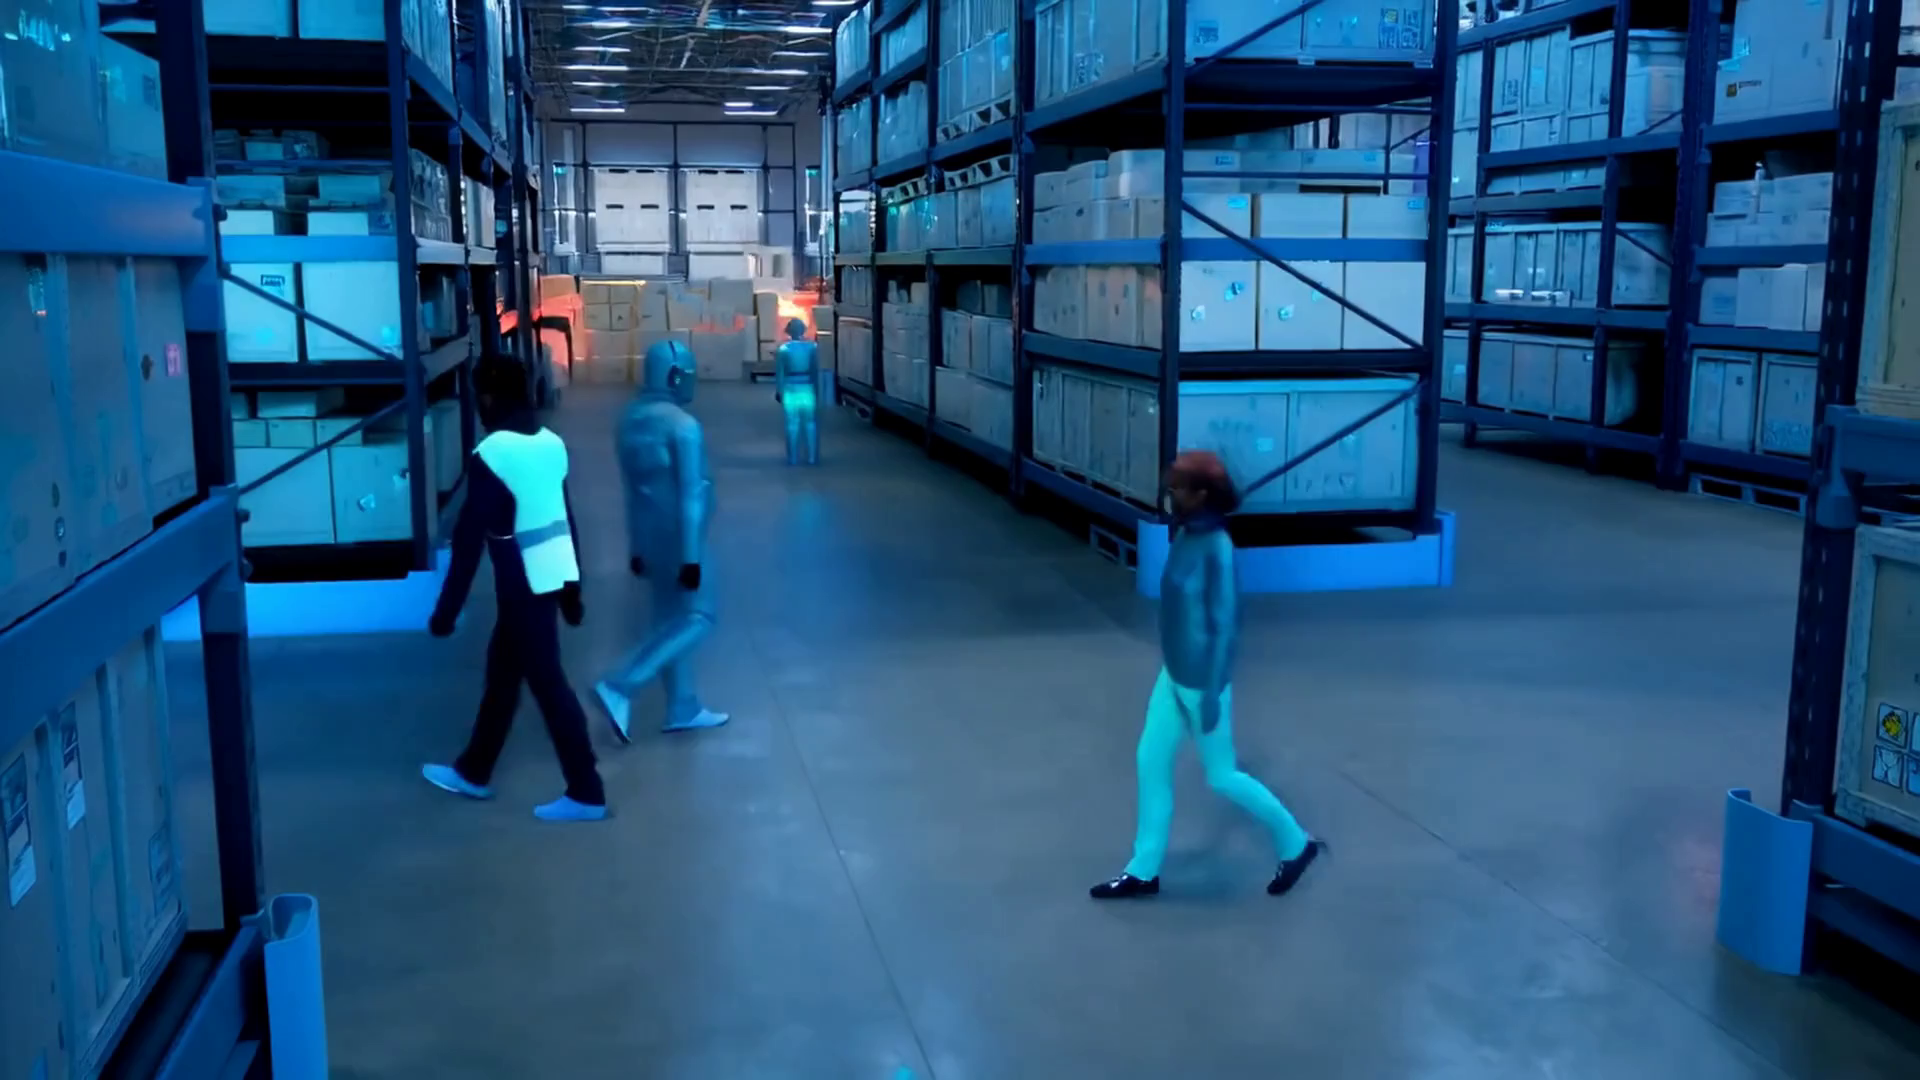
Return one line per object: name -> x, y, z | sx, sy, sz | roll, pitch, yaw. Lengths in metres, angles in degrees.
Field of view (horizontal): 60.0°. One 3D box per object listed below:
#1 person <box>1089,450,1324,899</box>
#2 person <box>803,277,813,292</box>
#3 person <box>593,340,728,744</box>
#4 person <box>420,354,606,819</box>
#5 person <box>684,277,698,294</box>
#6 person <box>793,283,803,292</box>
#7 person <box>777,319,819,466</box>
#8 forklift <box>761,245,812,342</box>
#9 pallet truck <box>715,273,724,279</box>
person -> 0.878, 0.482, 5.770 | 0.765, 1.608, 0.505 | -2, 9, -9
person -> -5.537, -8.785, 61.555 | 0.437, 1.851, 0.779 | 4, 10, 25
person -> -1.401, 0.019, 7.734 | 0.692, 1.888, 0.656 | -7, 12, -38
person -> -1.867, 0.201, 6.686 | 0.969, 1.869, 0.598 | 2, 9, 10
person -> -8.777, -7.572, 53.979 | 0.651, 1.885, 0.999 | -4, 10, -22
person -> -6.447, -9.556, 67.011 | 0.512, 1.586, 0.864 | 7, 12, 36
person -> -1.814, -1.644, 18.633 | 0.517, 1.637, 0.309 | -6, 11, -31
forklift -> -5.040, -6.785, 46.180 | 1.129, 2.768, 1.873 | 5, 11, 29
pallet truck -> -8.580, -8.986, 62.280 | 1.885, 1.965, 0.823 | 1, 9, 5
